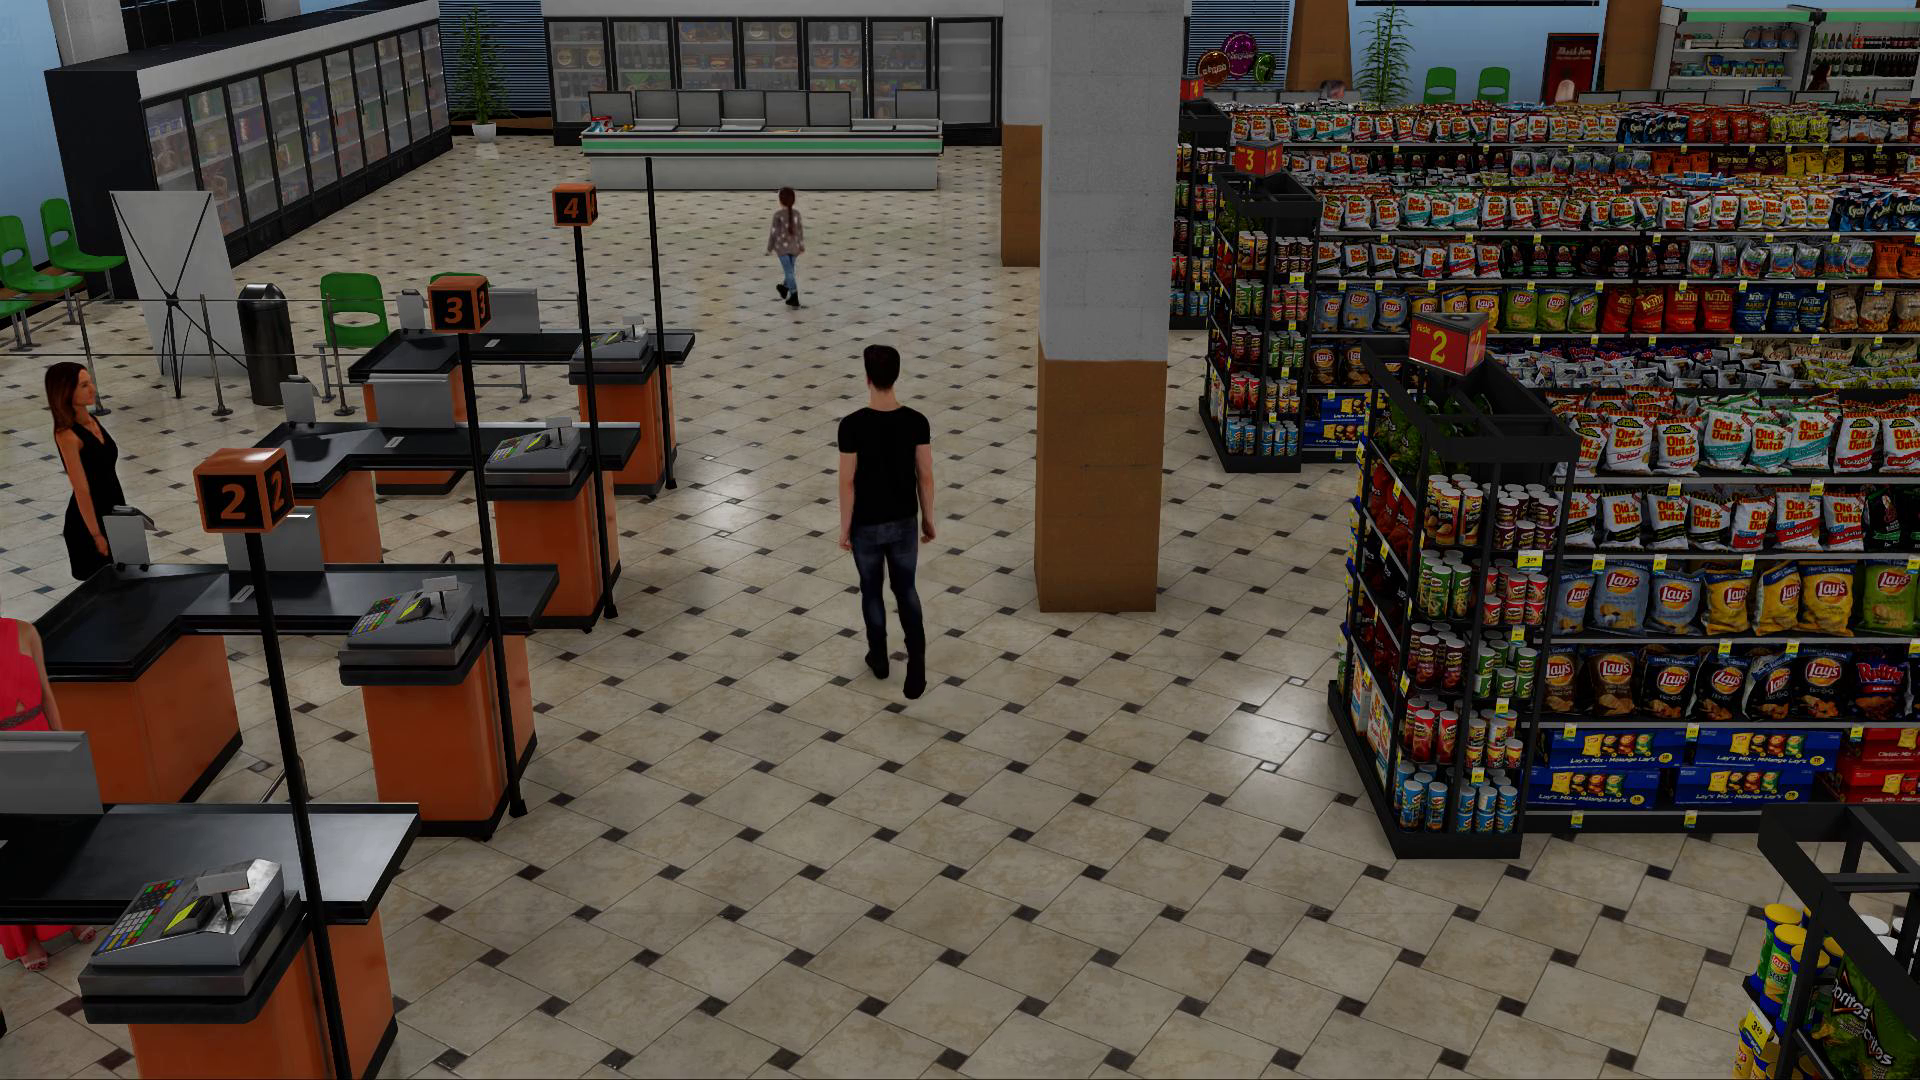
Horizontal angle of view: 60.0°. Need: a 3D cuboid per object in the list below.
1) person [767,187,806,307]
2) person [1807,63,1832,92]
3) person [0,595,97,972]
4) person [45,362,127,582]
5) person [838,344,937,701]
[{"bbox_3d":[-1.721,-2.926,16.761,0.818,1.163,0.801,-14,26,-30],"label":"person"},{"bbox_3d":[12.894,-6.430,25.063,0.523,1.475,0.605,-2,22,-6],"label":"person"},{"bbox_3d":[-3.726,0.876,6.542,0.729,1.727,0.709,12,25,28],"label":"person"},{"bbox_3d":[-4.484,-0.035,8.666,0.572,1.834,0.618,-3,22,-8],"label":"person"},{"bbox_3d":[-0.369,-0.060,8.671,1.070,1.878,0.897,-5,23,-13],"label":"person"}]
